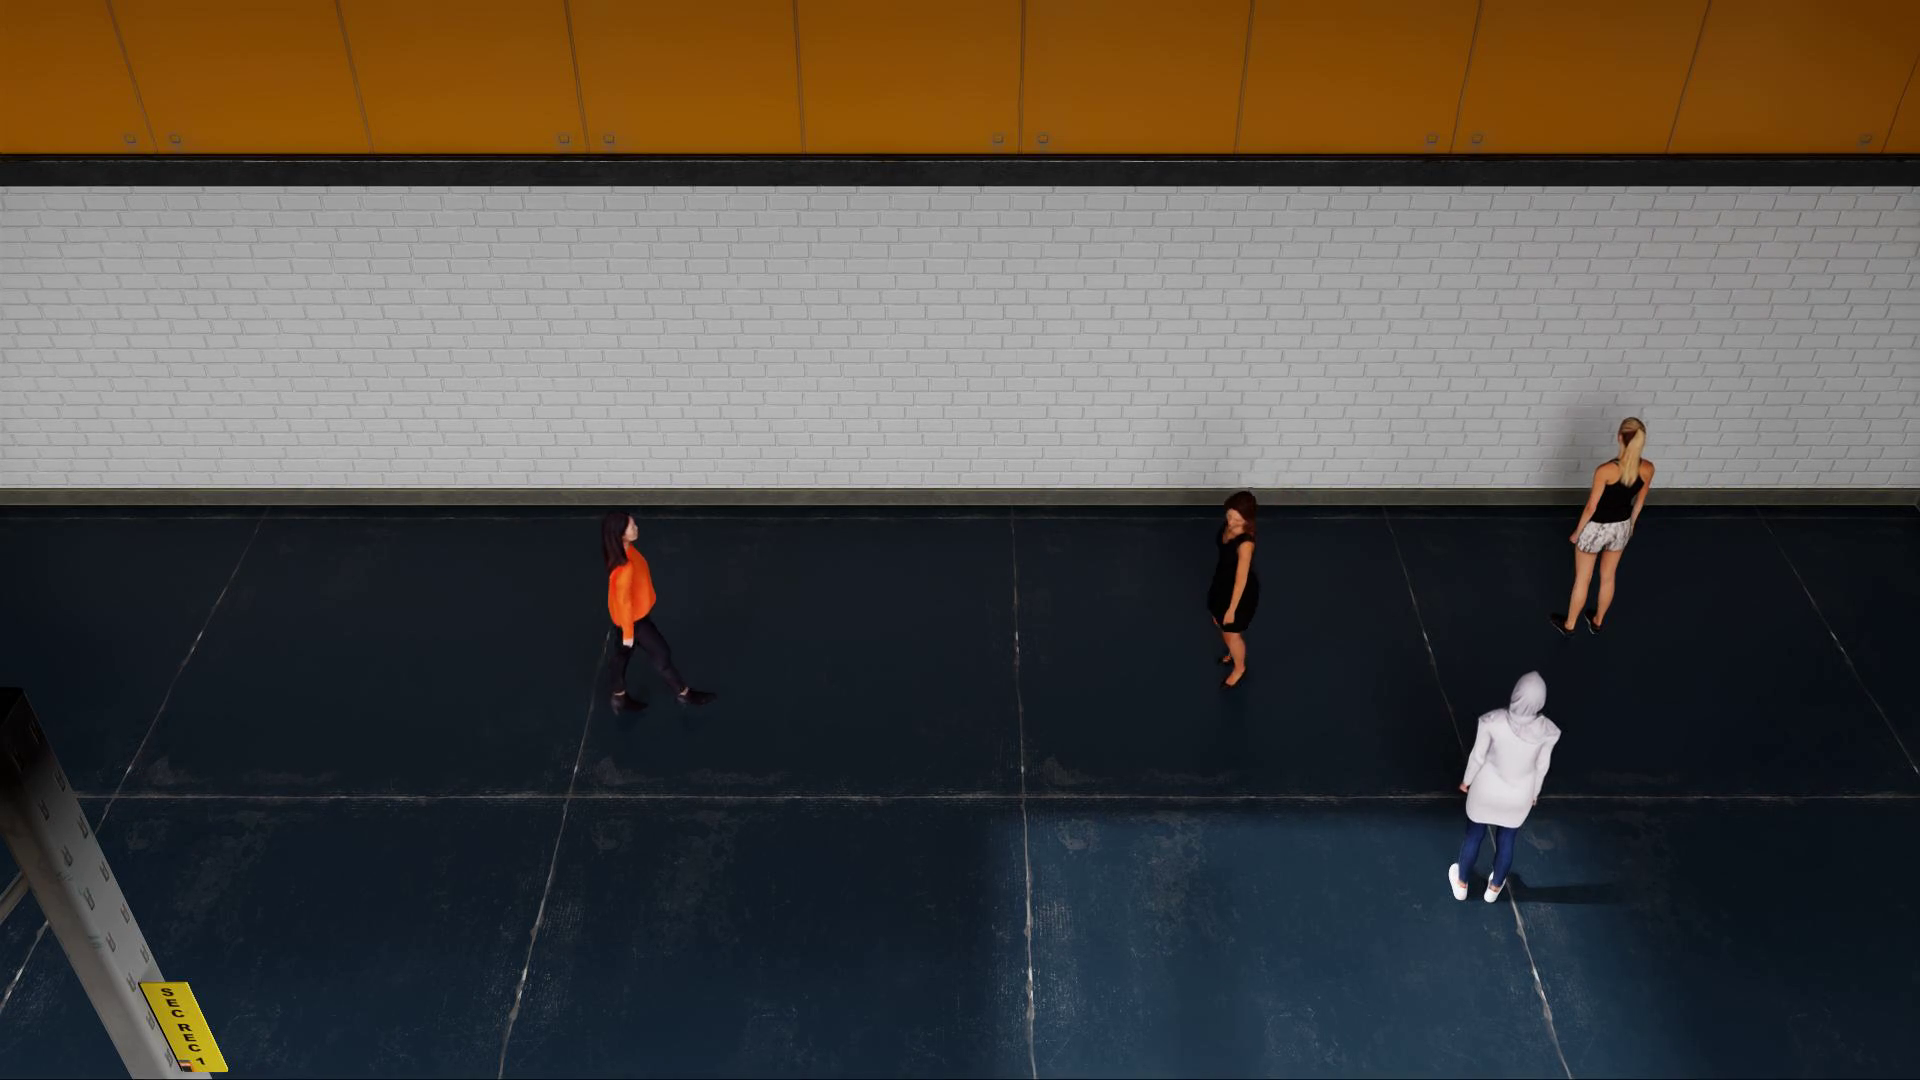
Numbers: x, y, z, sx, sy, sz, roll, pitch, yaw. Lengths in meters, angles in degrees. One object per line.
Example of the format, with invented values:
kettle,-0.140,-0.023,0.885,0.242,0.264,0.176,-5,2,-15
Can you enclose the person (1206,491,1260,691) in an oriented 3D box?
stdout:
person,1.886,0.353,11.200,0.764,1.800,0.619,1,39,2

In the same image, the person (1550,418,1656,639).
person,4.552,-0.086,11.712,0.639,1.846,0.544,-4,39,-6

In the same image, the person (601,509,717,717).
person,-2.270,0.528,11.042,0.853,1.724,0.955,-10,40,-12

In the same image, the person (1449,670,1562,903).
person,3.197,1.475,9.815,0.663,1.775,0.625,10,40,12
